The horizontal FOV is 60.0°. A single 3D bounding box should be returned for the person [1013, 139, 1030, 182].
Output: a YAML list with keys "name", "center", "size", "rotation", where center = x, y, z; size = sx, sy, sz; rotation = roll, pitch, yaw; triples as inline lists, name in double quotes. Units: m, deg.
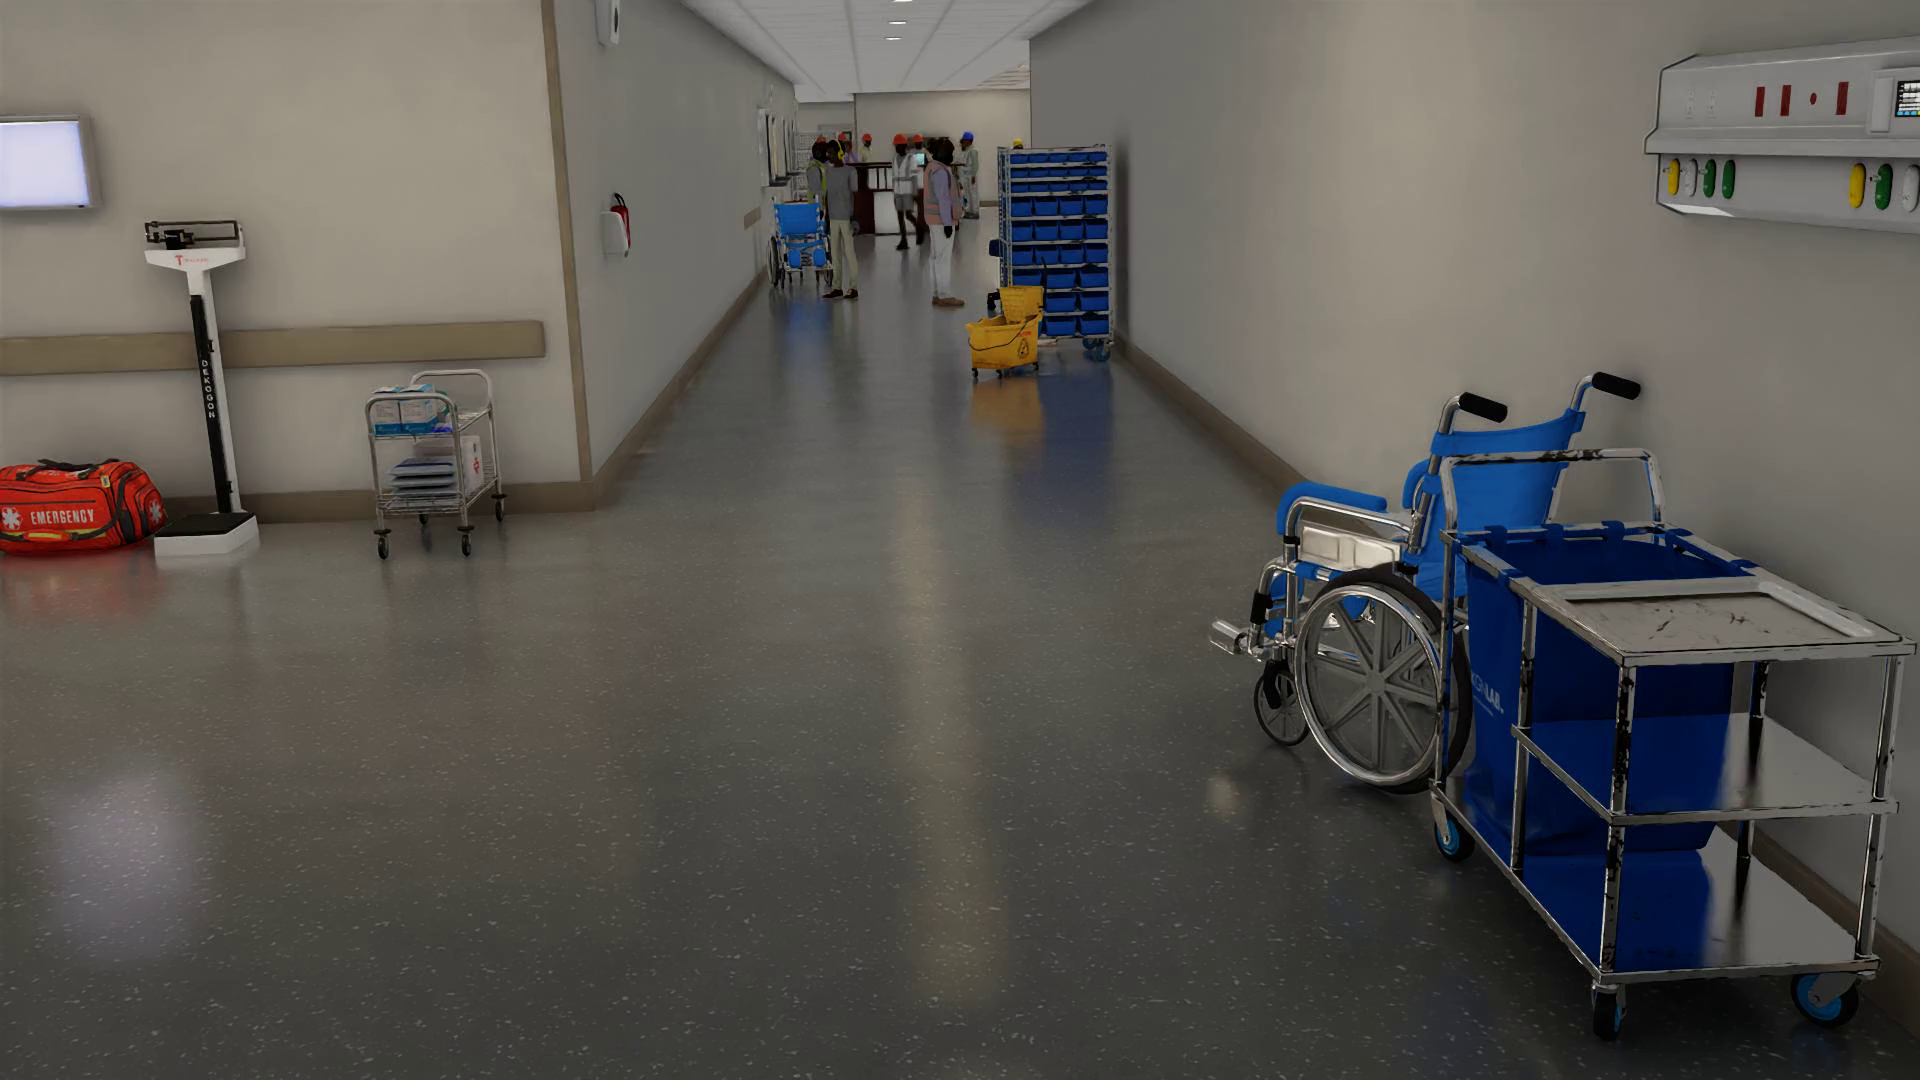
- name: "person"
  center: [1.222, -7.433, 34.559]
  size: [0.527, 1.772, 0.306]
  rotation: [-5, 14, -15]

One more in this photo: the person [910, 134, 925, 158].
- name: "person"
  center: [-0.991, -8.921, 40.607]
  size: [0.549, 1.928, 0.389]
  rotation: [6, 16, 29]

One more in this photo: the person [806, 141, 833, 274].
- name: "person"
  center: [-1.927, -4.685, 23.486]
  size: [0.429, 1.844, 0.627]
  rotation: [0, 14, 6]

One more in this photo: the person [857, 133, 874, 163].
- name: "person"
  center: [-2.341, -9.275, 42.106]
  size: [0.421, 1.987, 0.622]
  rotation: [8, 16, 34]

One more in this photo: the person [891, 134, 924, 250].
- name: "person"
  center: [-0.914, -5.880, 28.097]
  size: [0.551, 1.926, 0.531]
  rotation: [8, 17, 35]

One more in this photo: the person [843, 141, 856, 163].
- name: "person"
  center: [-2.656, -8.485, 39.229]
  size: [0.513, 1.817, 0.594]
  rotation: [-5, 14, -13]

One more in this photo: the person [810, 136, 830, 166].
- name: "person"
  center: [-3.113, -8.166, 37.728]
  size: [0.548, 1.938, 0.358]
  rotation: [9, 17, 37]

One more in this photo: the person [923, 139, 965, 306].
- name: "person"
  center: [-0.181, -3.530, 18.547]
  size: [0.429, 1.838, 0.621]
  rotation: [-5, 14, -12]

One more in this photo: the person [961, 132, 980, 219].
- name: "person"
  center: [0.240, -8.257, 37.682]
  size: [0.406, 1.947, 0.607]
  rotation: [-5, 14, -13]

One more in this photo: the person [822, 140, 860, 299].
- name: "person"
  center: [-1.409, -3.784, 19.677]
  size: [0.521, 1.864, 0.334]
  rotation: [9, 17, 36]
